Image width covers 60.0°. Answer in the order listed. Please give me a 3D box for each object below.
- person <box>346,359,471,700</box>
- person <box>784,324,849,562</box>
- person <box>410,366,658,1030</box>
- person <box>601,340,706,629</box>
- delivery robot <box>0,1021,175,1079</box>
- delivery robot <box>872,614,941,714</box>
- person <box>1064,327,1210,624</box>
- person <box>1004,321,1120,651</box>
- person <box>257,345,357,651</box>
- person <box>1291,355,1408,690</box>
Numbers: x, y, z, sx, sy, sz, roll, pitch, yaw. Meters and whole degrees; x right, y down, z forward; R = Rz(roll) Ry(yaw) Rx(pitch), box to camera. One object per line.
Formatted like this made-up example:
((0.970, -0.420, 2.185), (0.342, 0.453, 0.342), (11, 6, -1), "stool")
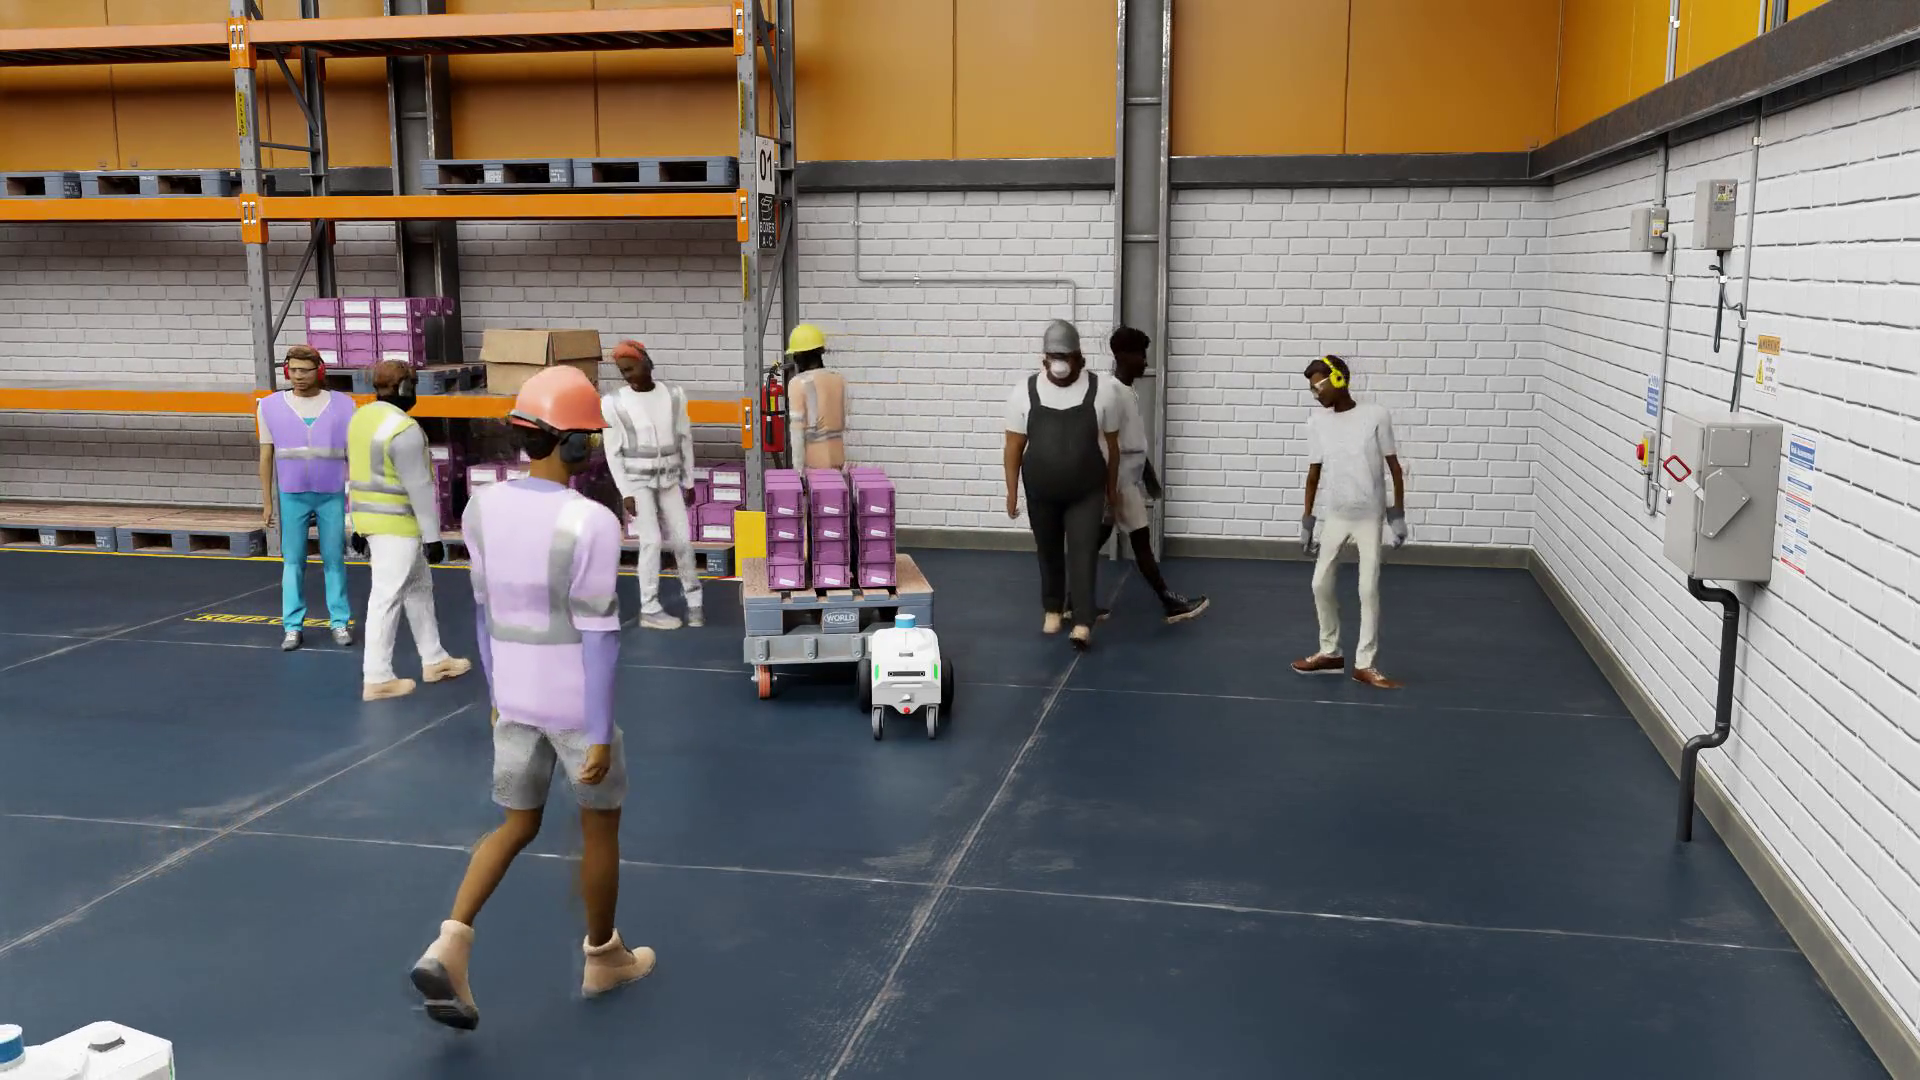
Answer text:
((-2.933, -0.066, 8.994), (0.817, 1.805, 0.660), (-9, 13, -43), "person")
((-1.001, -0.514, 11.367), (0.467, 1.909, 0.602), (8, 12, 40), "person")
((-1.288, 0.491, 5.013), (0.607, 2.025, 0.827), (5, 11, 28), "person")
((-1.947, -0.343, 10.559), (0.617, 1.851, 0.406), (-6, 11, -33), "person")
((-2.208, 1.368, 3.849), (0.477, 0.478, 0.707), (5, 11, 28), "delivery robot")
((-0.274, 0.618, 8.368), (0.477, 0.478, 0.707), (0, 9, -3), "delivery robot")
((1.117, -0.403, 10.696), (0.975, 1.907, 0.615), (1, 10, 9), "person")
((0.612, -0.371, 10.142), (0.694, 2.000, 1.039), (1, 10, 9), "person")
((-3.923, -0.261, 10.076), (0.567, 1.841, 0.375), (-4, 10, -23), "person")
((2.163, -0.096, 9.156), (0.649, 1.832, 0.336), (6, 11, 31), "person")
